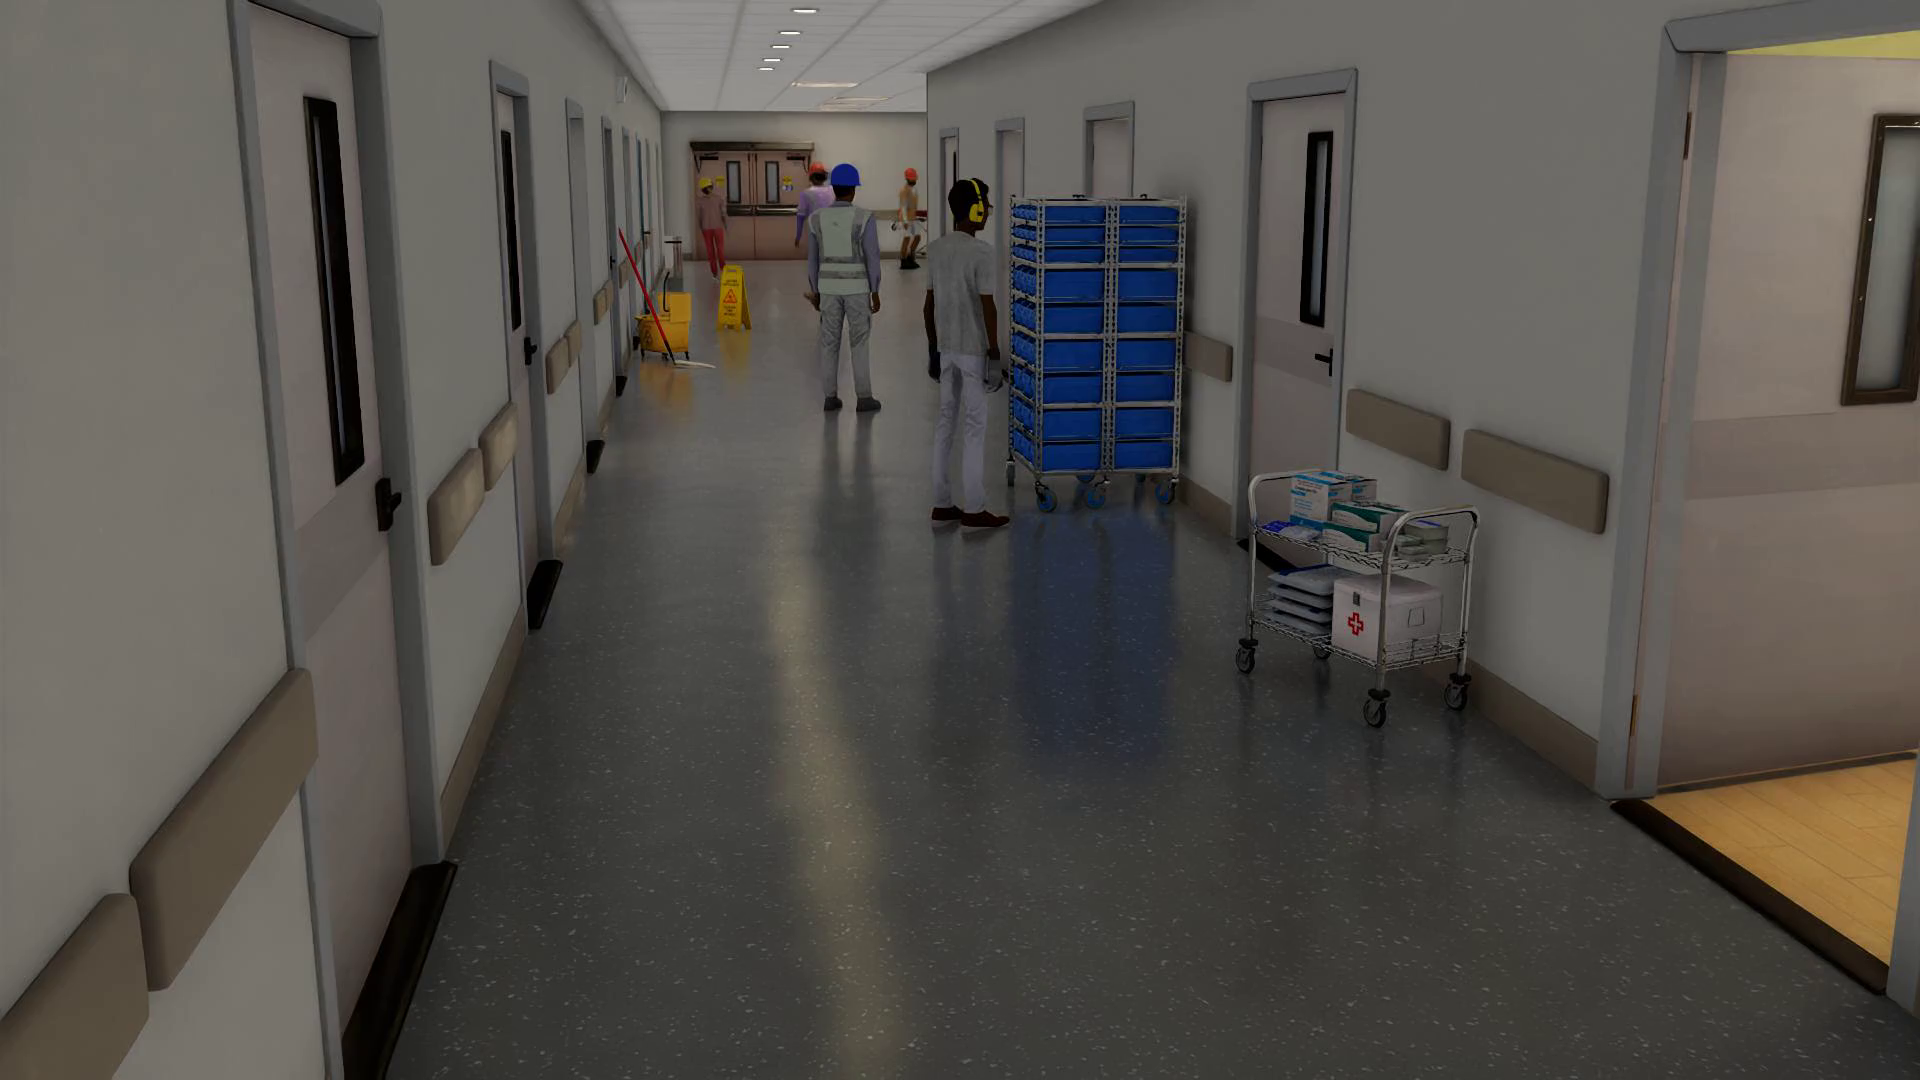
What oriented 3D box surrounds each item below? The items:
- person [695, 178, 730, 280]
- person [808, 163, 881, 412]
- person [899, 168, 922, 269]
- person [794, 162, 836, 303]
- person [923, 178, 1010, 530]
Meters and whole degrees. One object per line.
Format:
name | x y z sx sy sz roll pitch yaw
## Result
person | -4.212 -5.286 28.312 0.571 1.728 0.360 0 13 -2
person | -0.907 -1.986 13.175 0.604 1.949 0.389 4 13 18
person | -0.945 -6.019 31.202 0.501 1.893 0.560 8 15 30
person | -1.953 -4.252 23.185 0.610 1.981 1.060 -9 15 -35
person | 0.026 -0.992 8.942 0.309 1.868 0.535 -12 18 -43
